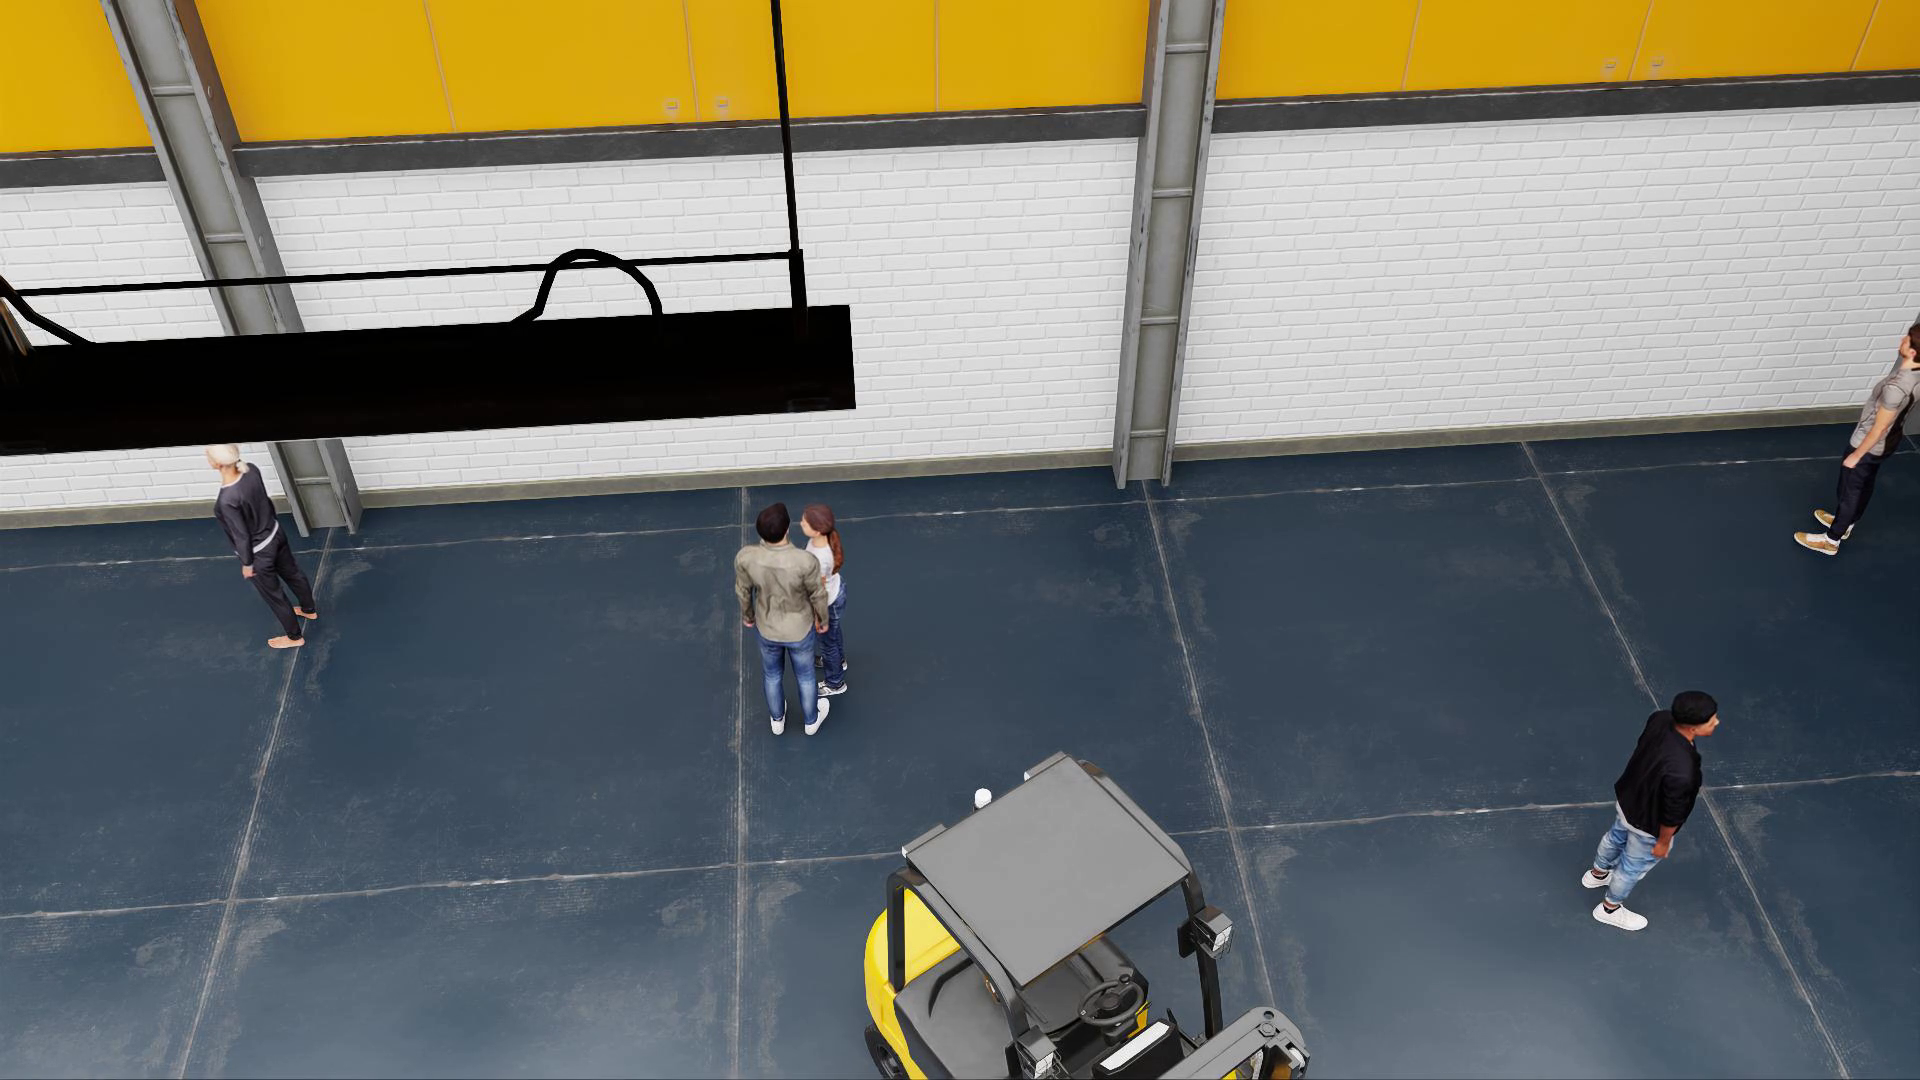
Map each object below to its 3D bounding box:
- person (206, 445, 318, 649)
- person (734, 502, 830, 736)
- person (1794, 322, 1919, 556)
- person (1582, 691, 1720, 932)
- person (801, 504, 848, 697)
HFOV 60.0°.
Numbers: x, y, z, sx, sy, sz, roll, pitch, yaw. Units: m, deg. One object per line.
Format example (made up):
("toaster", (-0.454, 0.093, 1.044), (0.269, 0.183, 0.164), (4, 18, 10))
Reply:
("person", (-4.549, 0.001, 10.812), (0.598, 1.725, 0.650), (6, 44, 6))
("person", (-1.081, 0.515, 10.172), (0.571, 1.864, 0.802), (3, 44, 3))
("person", (6.280, -0.690, 11.415), (0.708, 1.895, 0.799), (-33, 53, -30))
("person", (3.816, 1.466, 9.211), (0.633, 1.813, 0.721), (2, 44, 2))
("person", (-0.860, 0.357, 10.557), (0.541, 1.563, 0.547), (1, 44, 1))
